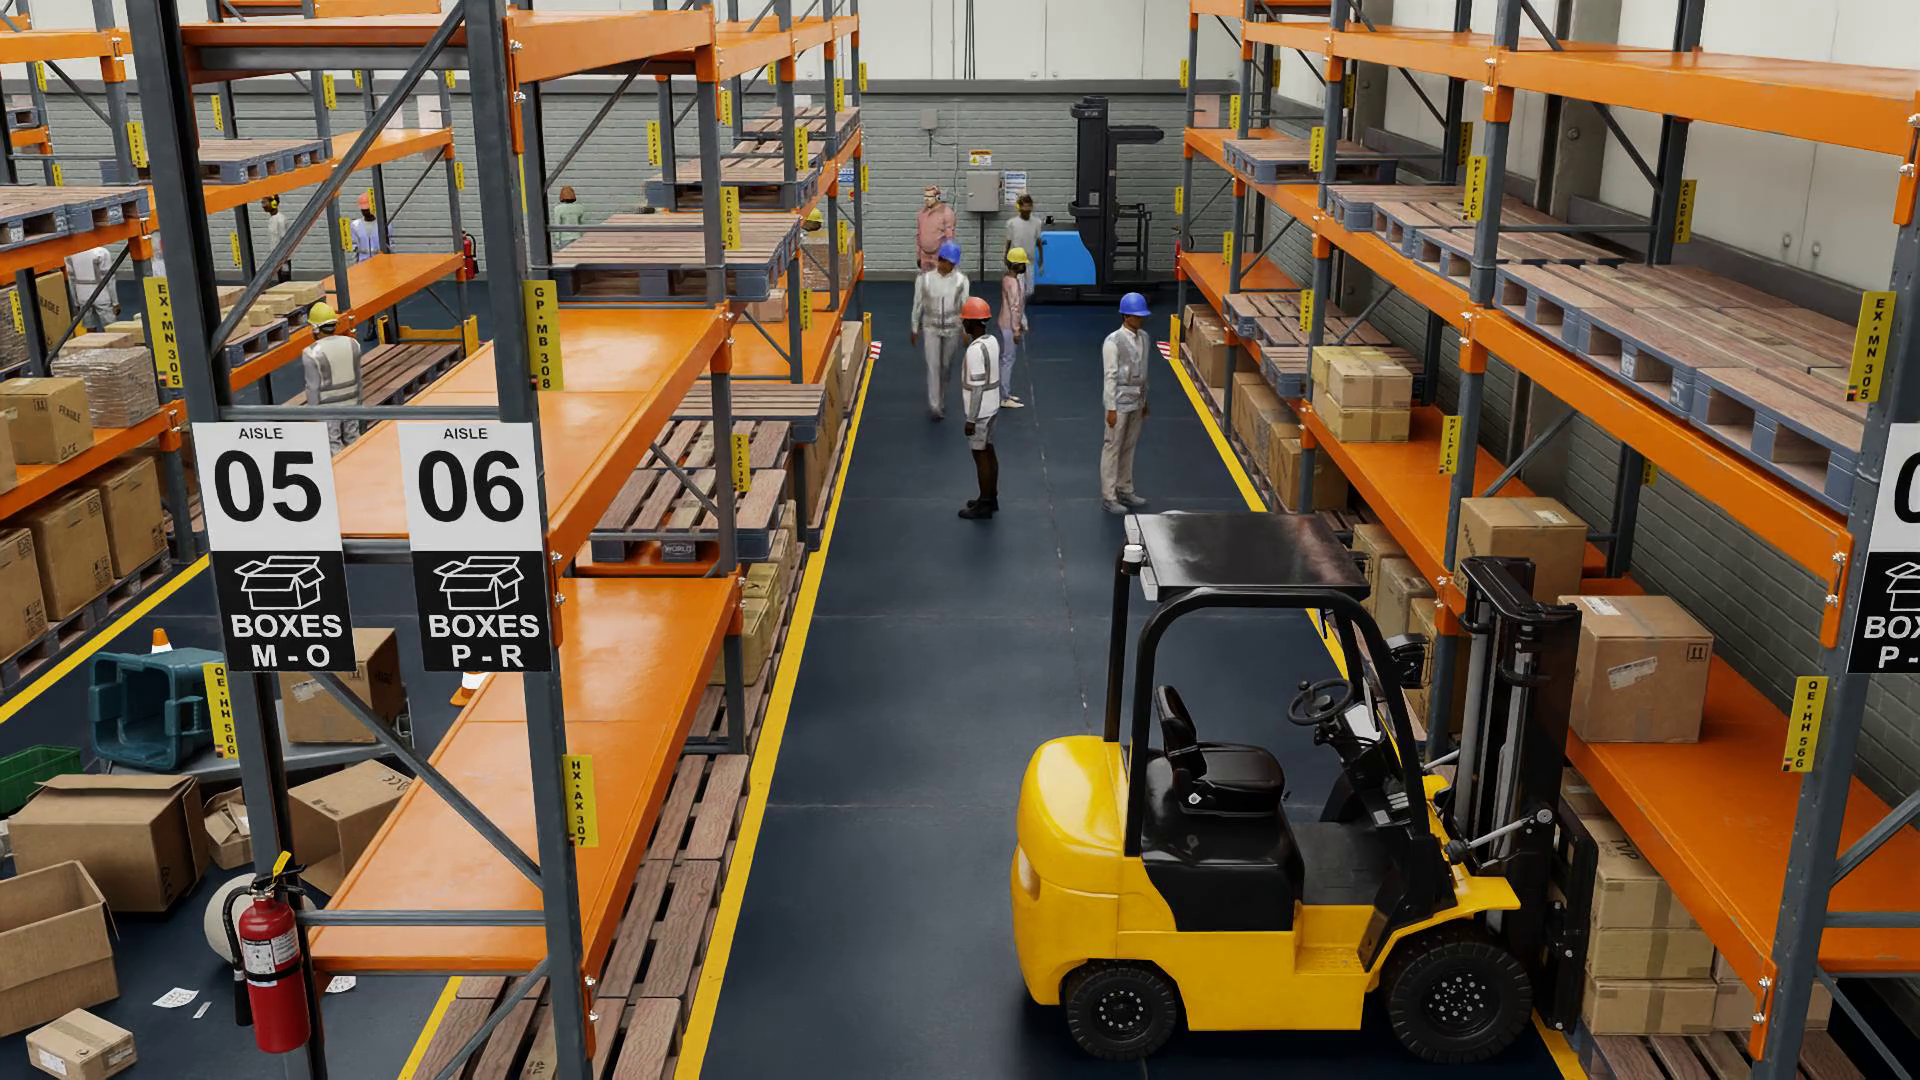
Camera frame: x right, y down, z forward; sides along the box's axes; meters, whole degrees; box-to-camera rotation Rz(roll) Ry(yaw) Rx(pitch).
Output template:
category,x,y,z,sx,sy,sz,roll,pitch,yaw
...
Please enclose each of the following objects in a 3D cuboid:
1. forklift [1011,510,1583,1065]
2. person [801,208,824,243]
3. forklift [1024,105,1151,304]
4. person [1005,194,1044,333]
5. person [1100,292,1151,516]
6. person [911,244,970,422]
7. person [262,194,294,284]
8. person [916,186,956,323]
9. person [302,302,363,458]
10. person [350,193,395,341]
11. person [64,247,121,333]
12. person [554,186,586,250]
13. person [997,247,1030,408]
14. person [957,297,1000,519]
category,x,y,z,sx,sy,sz,roll,pitch,yaw
forklift,1.387,1.055,7.378,2.313,2.155,1.214,0,18,0
person,-1.924,-3.474,21.799,0.317,1.733,0.491,0,18,0
forklift,1.857,-4.944,24.441,1.873,2.768,1.129,0,18,0
person,0.865,-3.774,22.536,0.518,1.849,0.793,-5,19,-13
person,1.467,-1.206,14.600,0.400,1.949,0.605,15,23,38
person,-0.194,-2.244,17.863,0.643,1.874,1.014,-2,18,-7
person,-9.214,-3.798,22.581,0.324,1.862,0.511,-14,23,-35
person,-0.357,-3.899,22.829,0.647,1.900,0.402,14,23,37
person,-5.548,-1.192,14.738,0.404,1.833,0.588,10,21,28
person,-7.652,-3.557,21.729,0.553,1.933,0.369,-2,18,-5
person,-10.157,-2.833,19.554,0.544,1.929,0.387,1,18,3
person,-5.885,-4.527,25.148,0.495,1.625,0.281,-14,23,-36
person,0.591,-2.343,18.344,0.349,1.759,0.521,-2,18,-7
person,0.150,-1.138,14.410,0.379,1.937,0.548,6,19,18
